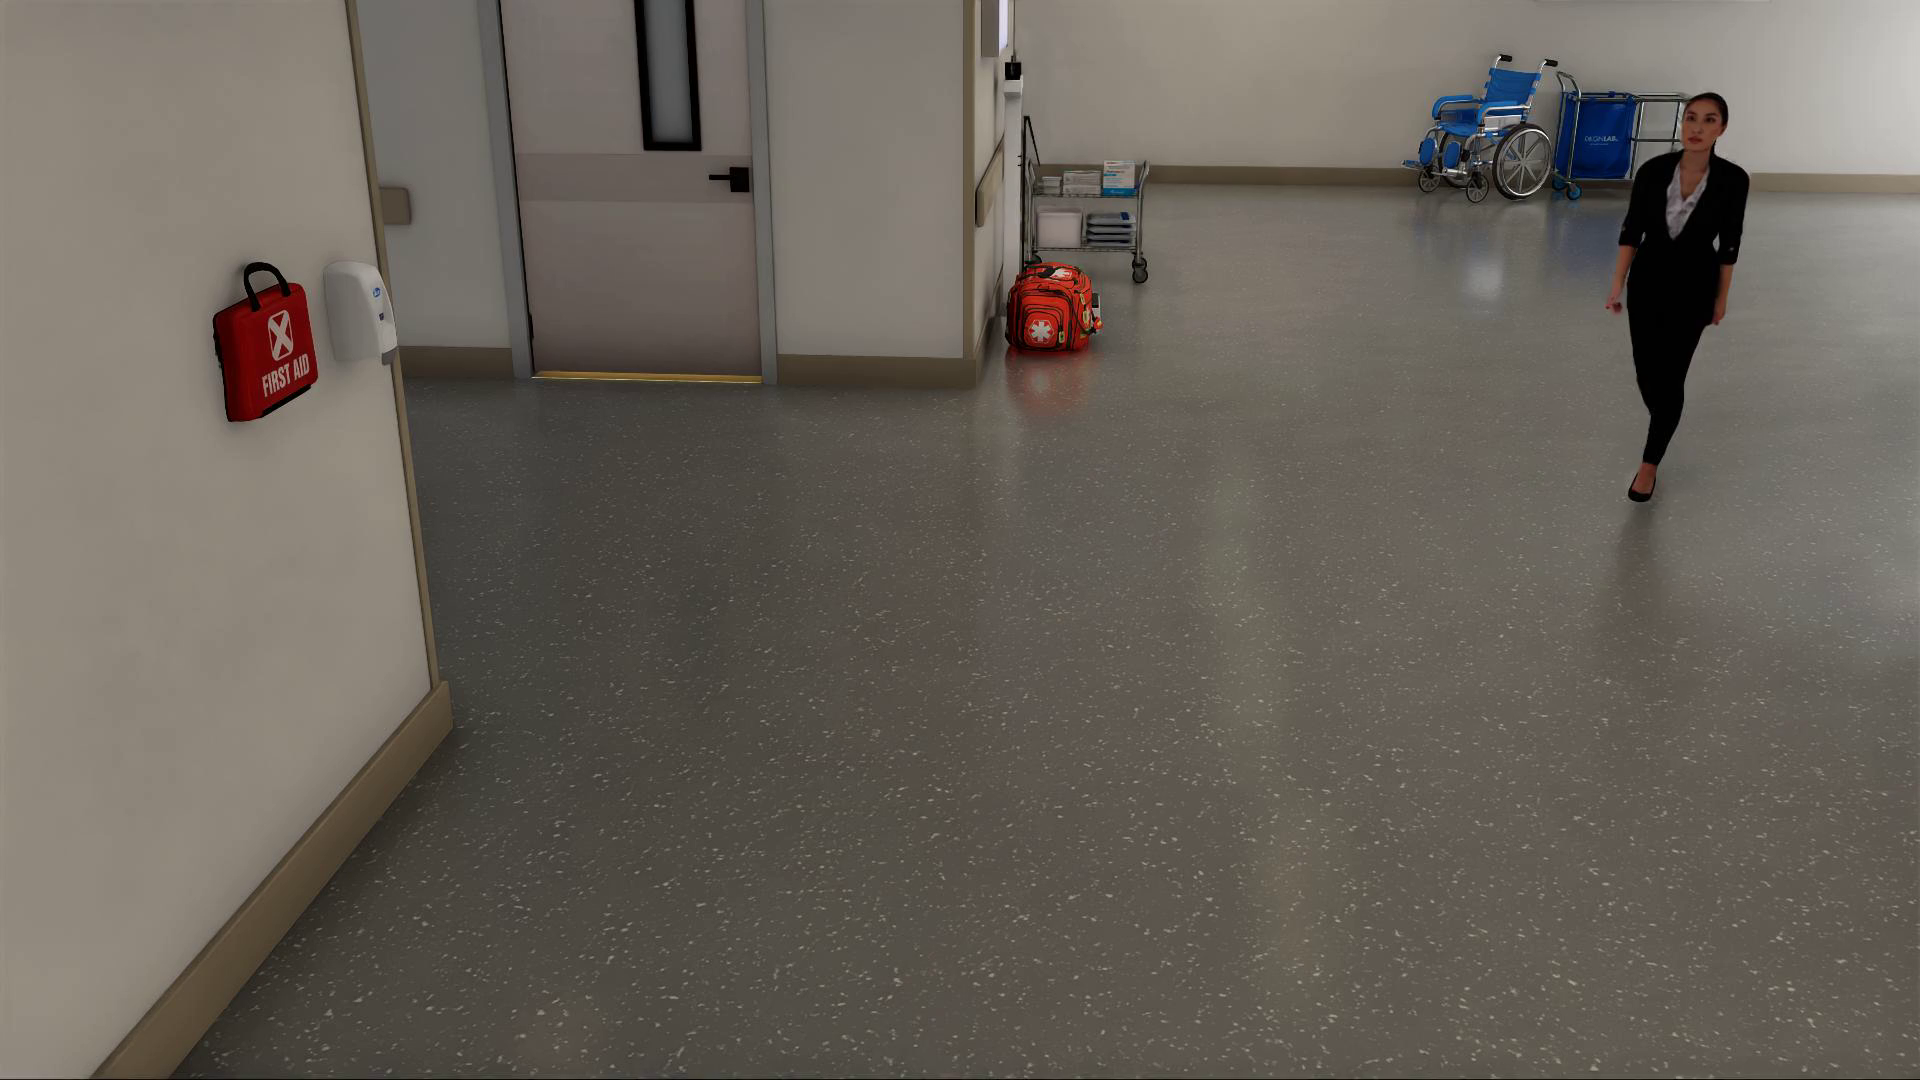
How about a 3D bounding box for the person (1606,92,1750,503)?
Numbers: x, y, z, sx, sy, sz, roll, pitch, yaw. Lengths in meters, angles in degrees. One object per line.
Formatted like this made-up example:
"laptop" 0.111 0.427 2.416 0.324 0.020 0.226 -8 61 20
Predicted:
"person" 2.987 -1.015 6.962 0.954 1.620 1.155 14 25 33
